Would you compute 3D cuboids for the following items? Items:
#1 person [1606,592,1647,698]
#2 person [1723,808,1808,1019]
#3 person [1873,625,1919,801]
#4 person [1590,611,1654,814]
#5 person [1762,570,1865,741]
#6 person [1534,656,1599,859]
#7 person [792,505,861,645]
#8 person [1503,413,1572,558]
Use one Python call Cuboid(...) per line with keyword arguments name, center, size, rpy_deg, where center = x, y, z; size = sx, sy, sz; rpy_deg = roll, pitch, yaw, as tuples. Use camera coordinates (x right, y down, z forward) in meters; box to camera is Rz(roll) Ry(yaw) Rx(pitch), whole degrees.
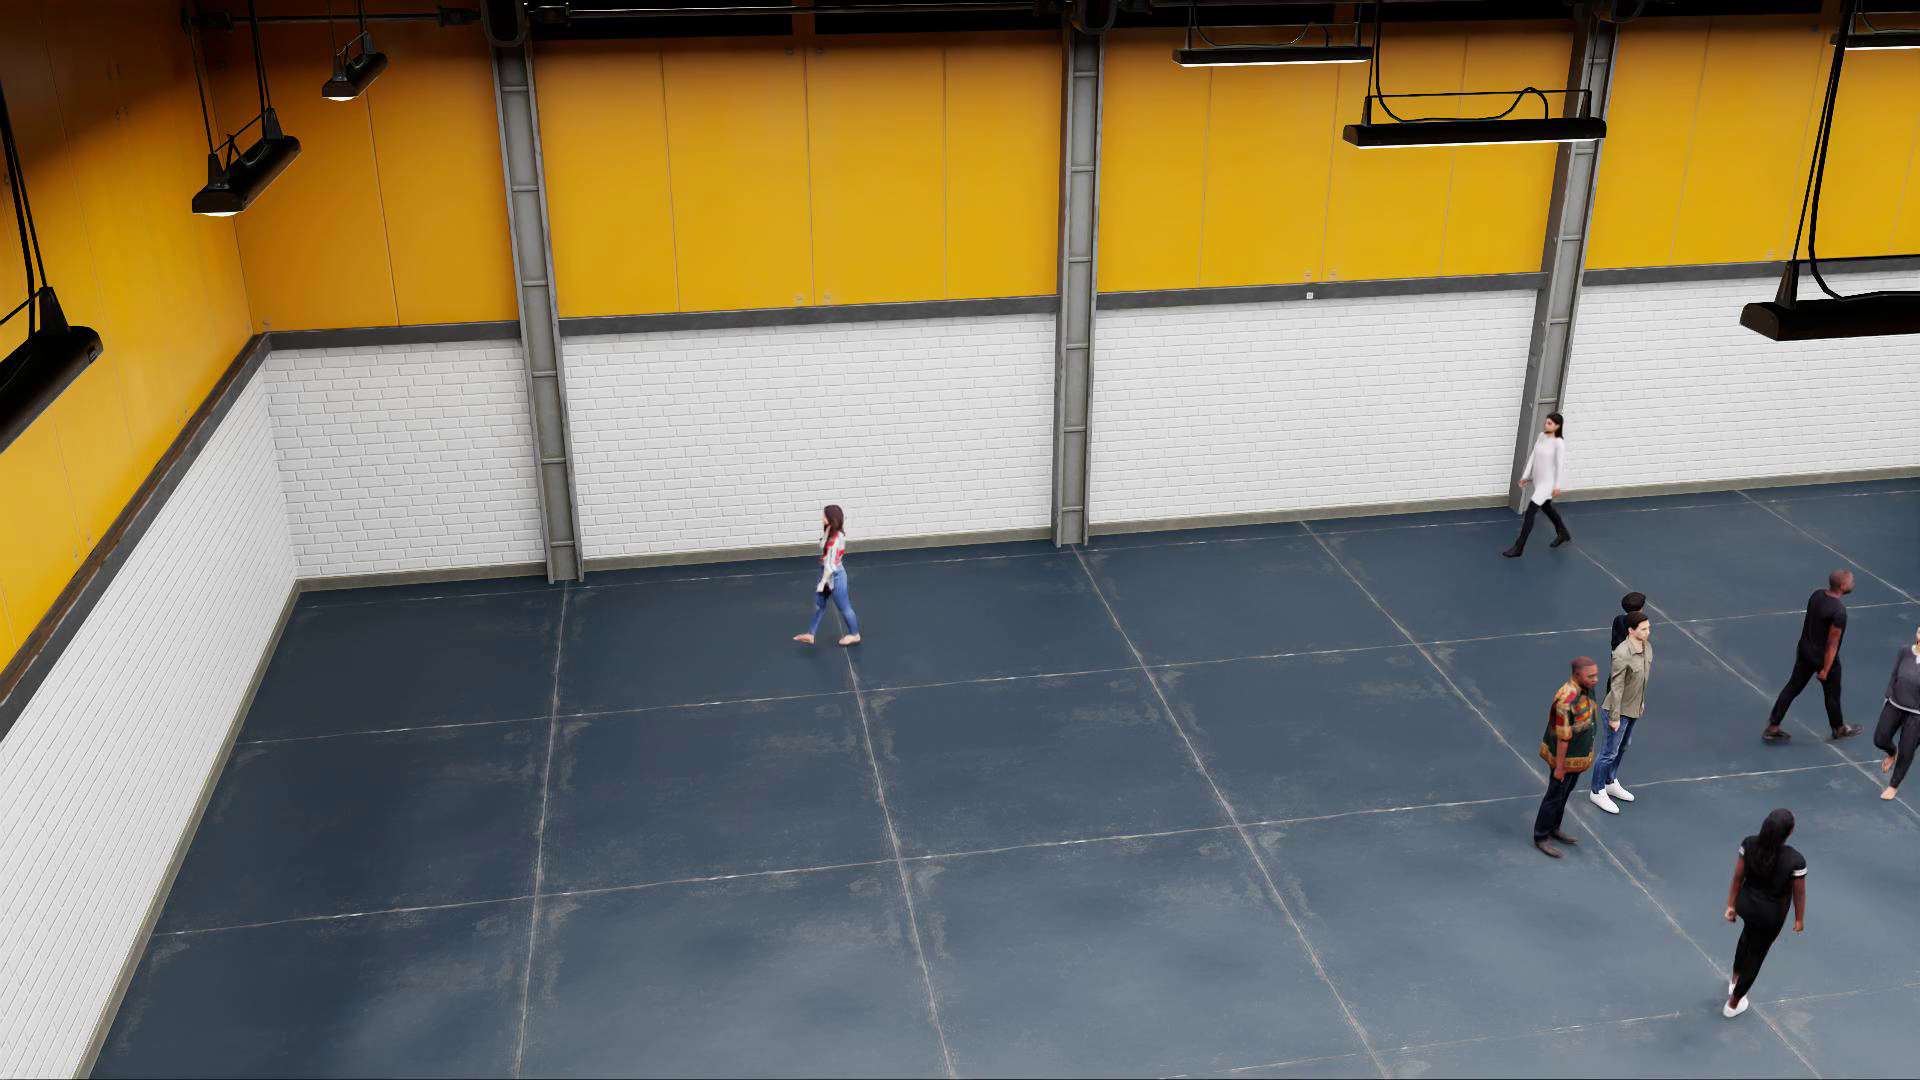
Cuboid(name="person", center=(6.544, 1.072, 16.320), size=(0.624, 1.228, 0.587), rpy_deg=(-19, 30, -36))
Cuboid(name="person", center=(5.729, 2.712, 11.961), size=(0.820, 1.714, 0.759), rpy_deg=(-17, 29, -33))
Cuboid(name="person", center=(8.488, 1.465, 14.814), size=(0.909, 1.715, 0.820), rpy_deg=(-20, 30, -38))
Cuboid(name="person", center=(5.817, 1.471, 14.612), size=(0.734, 1.865, 0.854), rpy_deg=(-20, 31, -39))
Cuboid(name="person", center=(7.922, 1.116, 15.537), size=(1.192, 1.774, 0.763), rpy_deg=(-2, 24, -4))
Cuboid(name="person", center=(5.107, 1.780, 13.978), size=(0.885, 1.806, 0.803), rpy_deg=(21, 31, 39))
Cuboid(name="person", center=(-1.251, 0.397, 17.423), size=(0.986, 1.581, 0.716), rpy_deg=(-8, 25, -18))
Cuboid(name="person", center=(6.960, -0.653, 19.593), size=(1.172, 1.767, 0.632), rpy_deg=(-5, 24, -12))
